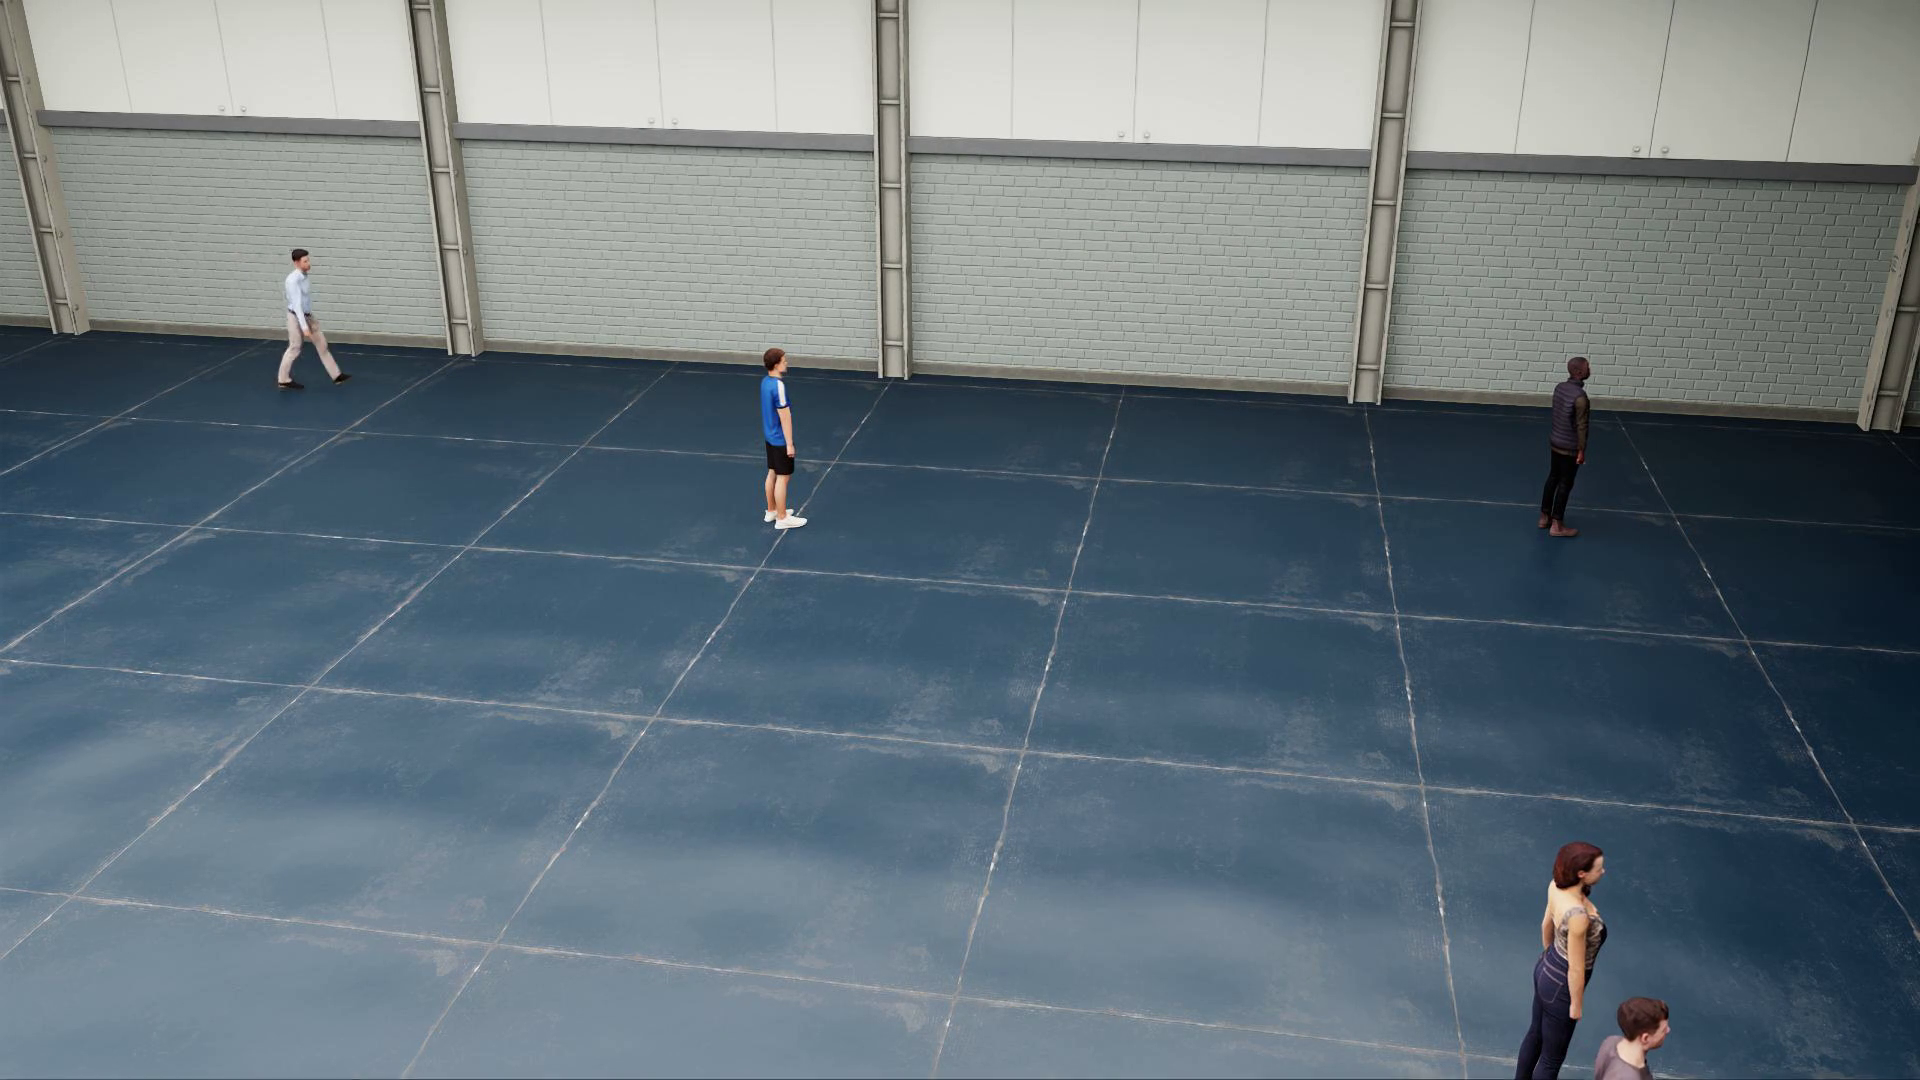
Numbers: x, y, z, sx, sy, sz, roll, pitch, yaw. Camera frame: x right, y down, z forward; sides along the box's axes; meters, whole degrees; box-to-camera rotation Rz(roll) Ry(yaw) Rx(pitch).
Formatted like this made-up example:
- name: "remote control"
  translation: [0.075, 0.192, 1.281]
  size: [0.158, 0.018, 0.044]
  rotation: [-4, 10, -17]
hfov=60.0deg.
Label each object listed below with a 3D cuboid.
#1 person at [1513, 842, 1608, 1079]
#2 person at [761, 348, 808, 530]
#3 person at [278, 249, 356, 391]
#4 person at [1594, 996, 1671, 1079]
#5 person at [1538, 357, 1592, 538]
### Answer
- name: "person"
  translation: [3.188, 2.373, 8.867]
  size: [0.580, 1.770, 0.643]
  rotation: [0, 23, 1]
- name: "person"
  translation: [-1.838, -1.043, 16.775]
  size: [0.785, 1.866, 0.745]
  rotation: [-12, 26, -27]
- name: "person"
  translation: [-8.332, -2.736, 20.838]
  size: [1.242, 1.803, 0.791]
  rotation: [-1, 23, -4]
- name: "person"
  translation: [2.946, 2.864, 7.614]
  size: [0.563, 1.847, 0.661]
  rotation: [5, 24, 11]
- name: "person"
  translation: [6.048, -0.945, 16.583]
  size: [0.708, 1.836, 0.769]
  rotation: [-4, 23, -9]
